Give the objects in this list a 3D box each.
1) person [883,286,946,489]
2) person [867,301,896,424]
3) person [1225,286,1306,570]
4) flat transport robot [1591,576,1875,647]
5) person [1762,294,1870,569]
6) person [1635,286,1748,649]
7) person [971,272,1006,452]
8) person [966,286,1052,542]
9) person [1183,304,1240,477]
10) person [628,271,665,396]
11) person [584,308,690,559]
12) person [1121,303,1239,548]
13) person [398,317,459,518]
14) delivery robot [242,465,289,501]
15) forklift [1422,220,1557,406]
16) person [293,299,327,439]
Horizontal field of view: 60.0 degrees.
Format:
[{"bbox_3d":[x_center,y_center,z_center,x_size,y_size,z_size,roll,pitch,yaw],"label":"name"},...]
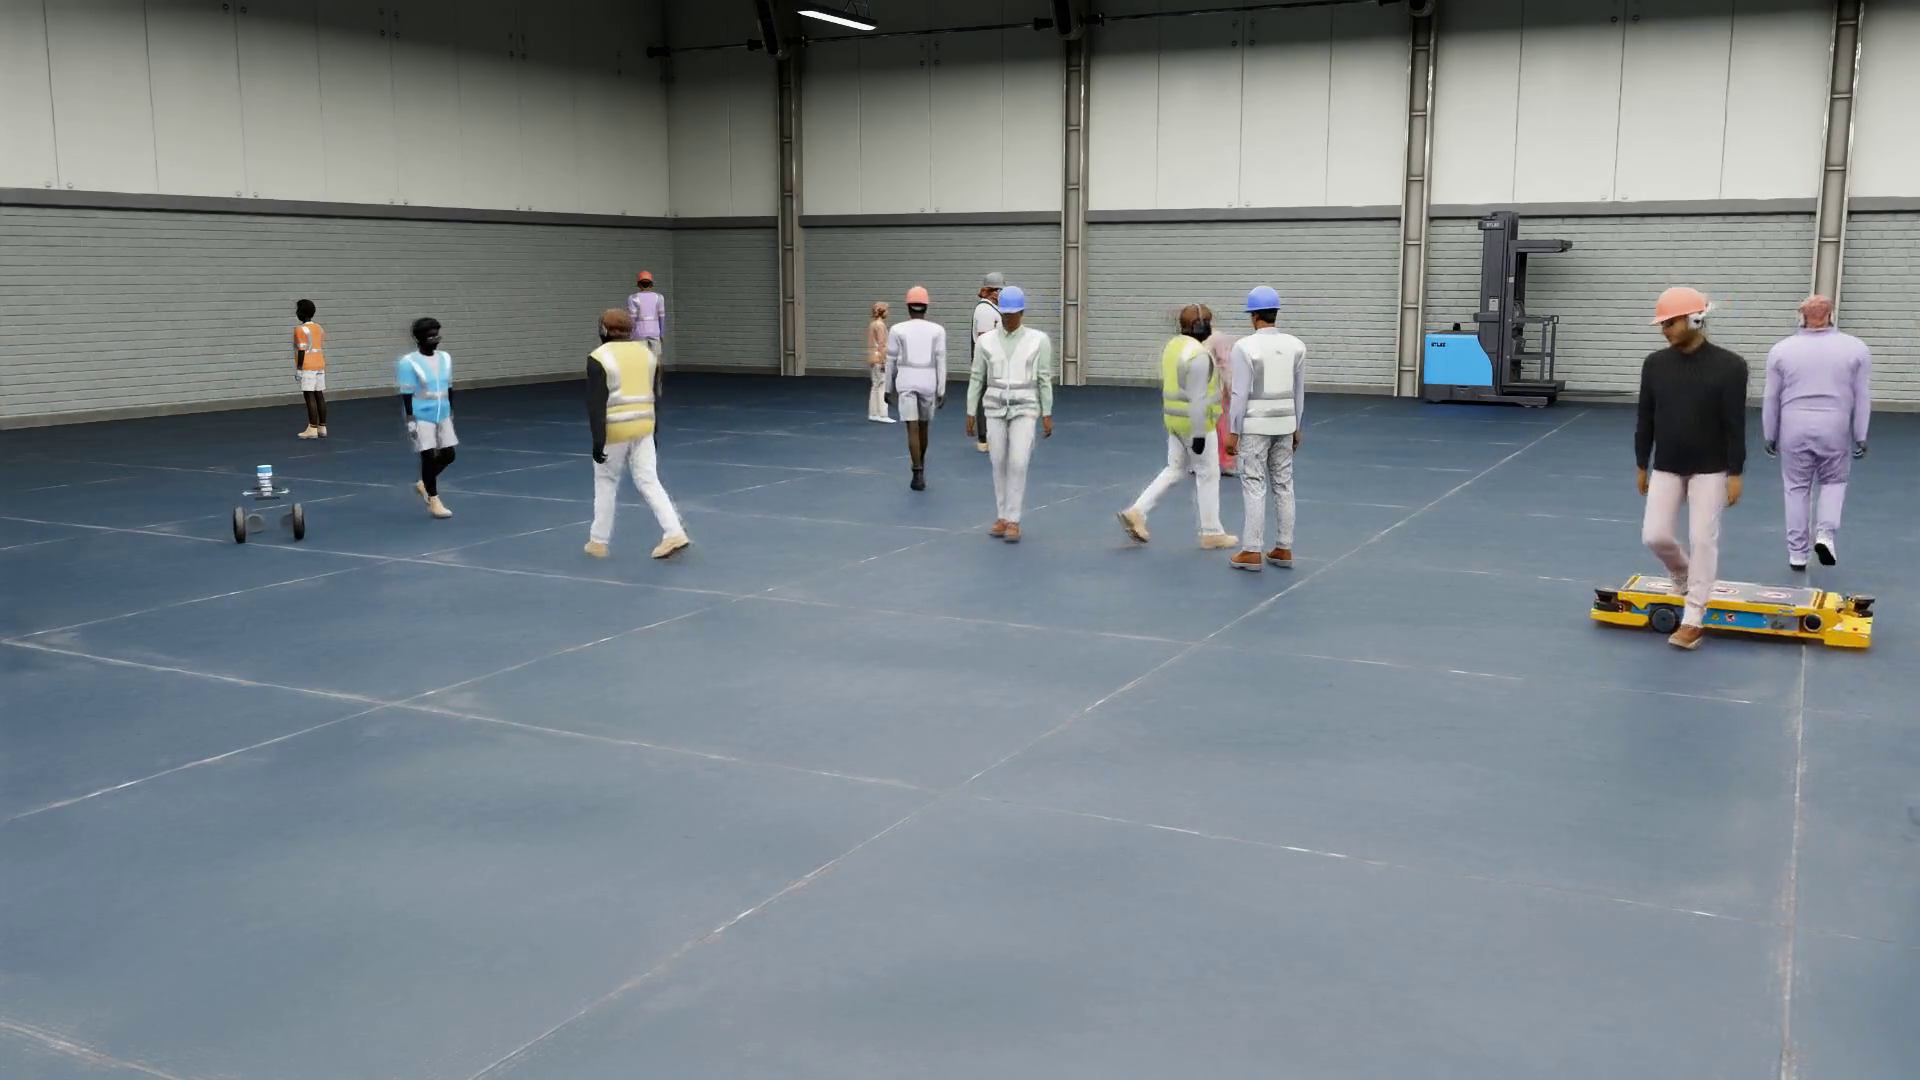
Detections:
[{"bbox_3d":[-0.437,-1.470,15.936,0.569,1.885,0.971,-2,9,-11],"label":"person"},{"bbox_3d":[-1.070,-2.394,22.426,0.350,1.634,0.532,-2,9,-14],"label":"person"},{"bbox_3d":[2.095,-0.773,11.480,0.616,1.942,0.408,-5,10,-27],"label":"person"},{"bbox_3d":[4.454,0.388,9.598,1.431,0.197,0.652,5,11,30],"label":"flat transport robot"},{"bbox_3d":[5.870,-0.738,11.441,0.661,1.885,0.425,5,10,27],"label":"person"},{"bbox_3d":[4.044,-0.410,9.178,0.560,1.964,0.642,-9,13,-43],"label":"person"},{"bbox_3d":[0.397,-2.026,19.042,0.535,2.000,0.686,0,9,1],"label":"person"},{"bbox_3d":[0.366,-0.967,12.728,0.656,1.930,0.533,2,9,12],"label":"person"},{"bbox_3d":[2.505,-1.493,16.613,0.691,1.719,0.350,8,12,41],"label":"person"},{"bbox_3d":[-5.131,-3.374,27.219,0.608,2.045,0.391,-4,10,-24],"label":"person"},{"bbox_3d":[-2.355,-0.748,11.876,0.926,1.795,0.662,9,13,43],"label":"person"},{"bbox_3d":[1.654,-0.845,12.331,0.808,1.821,0.636,-3,10,-16],"label":"person"},{"bbox_3d":[-4.446,-1.020,13.843,0.484,1.673,0.545,7,11,36],"label":"person"},{"bbox_3d":[-5.386,-0.463,12.885,0.335,0.223,0.698,-4,10,-24],"label":"delivery robot"},{"bbox_3d":[8.245,-3.527,25.720,1.873,2.768,1.129,5,10,27],"label":"forklift"},{"bbox_3d":[-7.993,-2.102,20.434,0.318,1.699,0.535,1,9,6],"label":"person"}]
